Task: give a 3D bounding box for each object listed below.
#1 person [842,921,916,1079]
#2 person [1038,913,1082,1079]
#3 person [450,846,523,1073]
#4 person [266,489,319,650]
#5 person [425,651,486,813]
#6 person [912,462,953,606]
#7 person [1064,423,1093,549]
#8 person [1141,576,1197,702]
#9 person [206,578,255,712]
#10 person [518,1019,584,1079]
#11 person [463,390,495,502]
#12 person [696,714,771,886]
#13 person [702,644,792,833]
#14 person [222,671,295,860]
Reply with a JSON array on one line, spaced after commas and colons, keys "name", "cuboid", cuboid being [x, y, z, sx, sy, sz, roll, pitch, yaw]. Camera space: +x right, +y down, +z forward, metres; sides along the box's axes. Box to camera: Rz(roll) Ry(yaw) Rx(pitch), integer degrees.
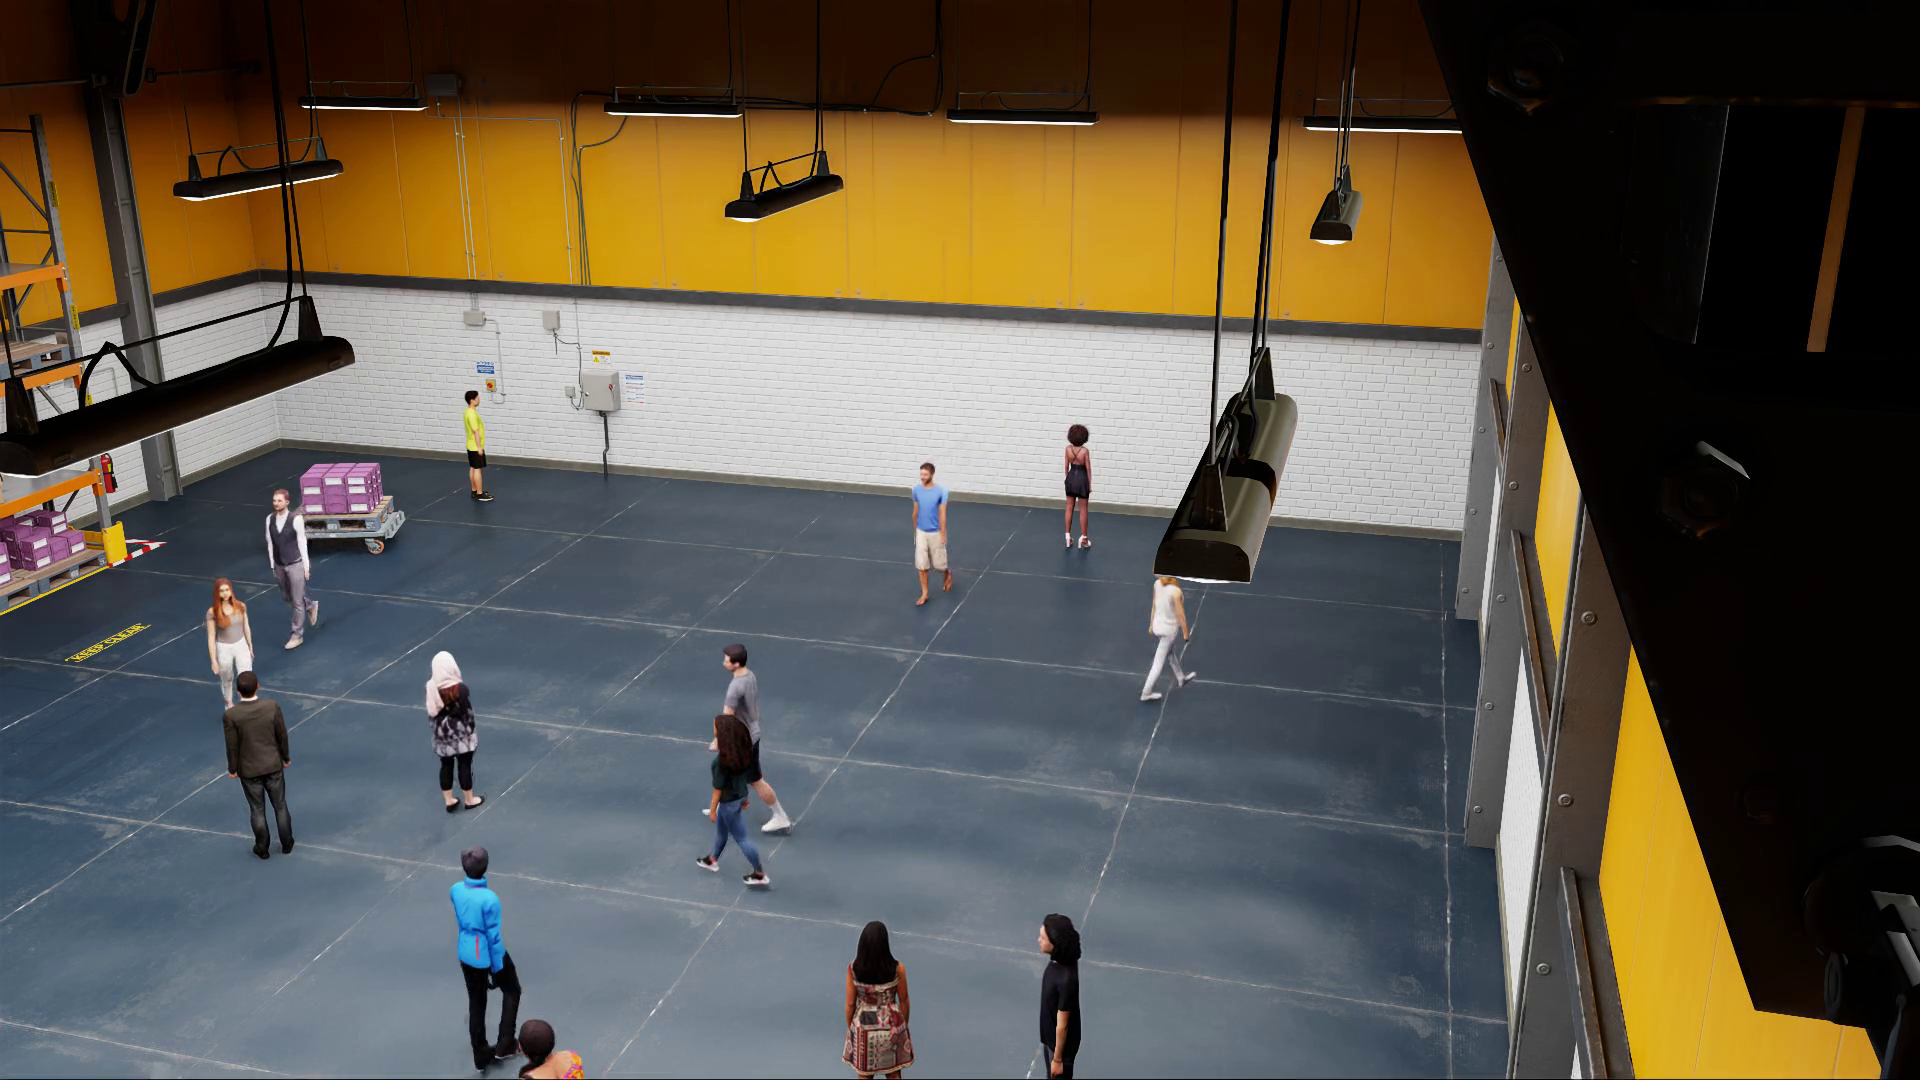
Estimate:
[{"name": "person", "cuboid": [-0.564, 3.339, 11.371, 0.707, 1.645, 0.635, -1, 19, -2]}, {"name": "person", "cuboid": [0.679, 3.321, 11.137, 0.740, 1.827, 0.582, -1, 19, -4]}, {"name": "person", "cuboid": [-3.502, 3.058, 11.994, 0.644, 1.780, 0.634, 7, 20, 21]}, {"name": "person", "cuboid": [-7.999, 0.287, 20.005, 0.666, 1.917, 1.030, 4, 19, 12]}, {"name": "person", "cuboid": [-4.857, 1.829, 15.865, 0.619, 1.638, 0.608, 5, 19, 13]}, {"name": "person", "cuboid": [-0.353, -0.122, 21.324, 0.727, 1.851, 0.934, 8, 20, 22]}, {"name": "person", "cuboid": [1.647, -0.762, 23.320, 0.610, 1.789, 0.605, 10, 21, 27]}, {"name": "person", "cuboid": [2.208, 1.006, 18.329, 1.071, 1.624, 1.051, -9, 21, -26]}, {"name": "person", "cuboid": [-7.750, 1.209, 17.641, 1.148, 1.680, 1.117, -14, 23, -35]}, {"name": "person", "cuboid": [-2.499, 3.695, 10.276, 0.923, 1.669, 1.030, 11, 22, 30]}, {"name": "person", "cuboid": [-7.445, -1.462, 25.526, 0.752, 1.708, 0.690, -10, 21, -28]}, {"name": "person", "cuboid": [-1.932, 2.309, 14.541, 0.731, 1.572, 0.981, 8, 20, 21]}, {"name": "person", "cuboid": [-1.913, 1.866, 15.436, 0.793, 1.842, 1.105, 3, 19, 10]}, {"name": "person", "cuboid": [-6.328, 2.018, 15.044, 0.734, 1.804, 0.797, -11, 21, -29]}]
